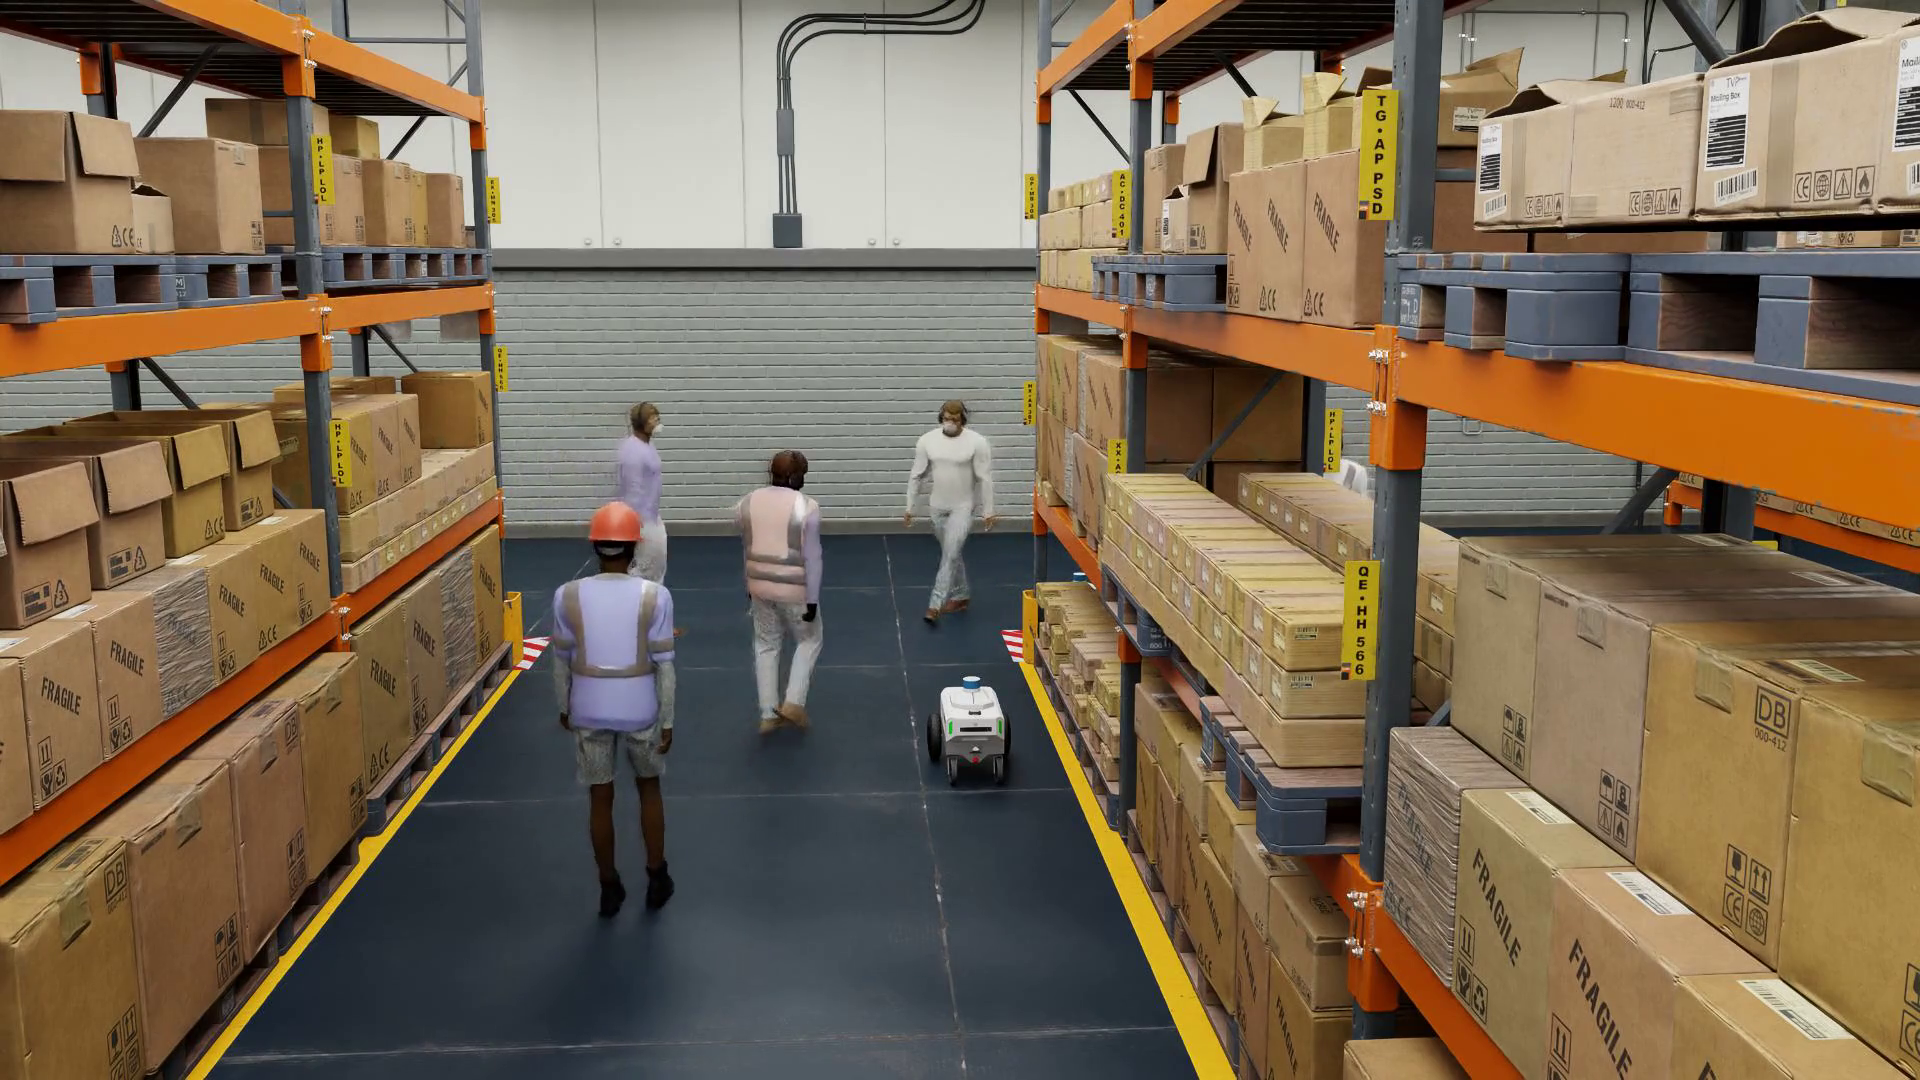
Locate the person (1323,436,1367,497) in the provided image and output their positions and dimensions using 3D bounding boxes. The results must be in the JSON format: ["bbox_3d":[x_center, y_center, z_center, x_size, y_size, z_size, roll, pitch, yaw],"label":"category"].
[{"bbox_3d":[2.795,0.019,12.434,0.588,1.853,0.856,6,11,33],"label":"person"}]

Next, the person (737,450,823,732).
[{"bbox_3d":[-1.133,0.332,10.651,0.640,1.823,0.452,4,10,22],"label":"person"}]

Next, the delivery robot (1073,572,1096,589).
[{"bbox_3d":[0.941,0.500,13.093,0.707,0.478,0.477,-5,11,-27],"label":"delivery robot"}]

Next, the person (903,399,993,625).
[{"bbox_3d":[-0.113,-0.241,13.836,0.719,1.873,0.963,4,11,23],"label":"person"}]

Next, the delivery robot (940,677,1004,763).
[{"bbox_3d":[0.069,1.053,9.839,0.477,0.478,0.707,-1,10,-4],"label":"delivery robot"}]

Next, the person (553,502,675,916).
[{"bbox_3d":[-1.588,0.779,7.691,0.560,1.927,0.452,-1,10,-6],"label":"person"}]

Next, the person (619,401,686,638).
[{"bbox_3d":[-2.570,-0.143,13.158,0.670,1.924,0.634,0,10,-1],"label":"person"}]
